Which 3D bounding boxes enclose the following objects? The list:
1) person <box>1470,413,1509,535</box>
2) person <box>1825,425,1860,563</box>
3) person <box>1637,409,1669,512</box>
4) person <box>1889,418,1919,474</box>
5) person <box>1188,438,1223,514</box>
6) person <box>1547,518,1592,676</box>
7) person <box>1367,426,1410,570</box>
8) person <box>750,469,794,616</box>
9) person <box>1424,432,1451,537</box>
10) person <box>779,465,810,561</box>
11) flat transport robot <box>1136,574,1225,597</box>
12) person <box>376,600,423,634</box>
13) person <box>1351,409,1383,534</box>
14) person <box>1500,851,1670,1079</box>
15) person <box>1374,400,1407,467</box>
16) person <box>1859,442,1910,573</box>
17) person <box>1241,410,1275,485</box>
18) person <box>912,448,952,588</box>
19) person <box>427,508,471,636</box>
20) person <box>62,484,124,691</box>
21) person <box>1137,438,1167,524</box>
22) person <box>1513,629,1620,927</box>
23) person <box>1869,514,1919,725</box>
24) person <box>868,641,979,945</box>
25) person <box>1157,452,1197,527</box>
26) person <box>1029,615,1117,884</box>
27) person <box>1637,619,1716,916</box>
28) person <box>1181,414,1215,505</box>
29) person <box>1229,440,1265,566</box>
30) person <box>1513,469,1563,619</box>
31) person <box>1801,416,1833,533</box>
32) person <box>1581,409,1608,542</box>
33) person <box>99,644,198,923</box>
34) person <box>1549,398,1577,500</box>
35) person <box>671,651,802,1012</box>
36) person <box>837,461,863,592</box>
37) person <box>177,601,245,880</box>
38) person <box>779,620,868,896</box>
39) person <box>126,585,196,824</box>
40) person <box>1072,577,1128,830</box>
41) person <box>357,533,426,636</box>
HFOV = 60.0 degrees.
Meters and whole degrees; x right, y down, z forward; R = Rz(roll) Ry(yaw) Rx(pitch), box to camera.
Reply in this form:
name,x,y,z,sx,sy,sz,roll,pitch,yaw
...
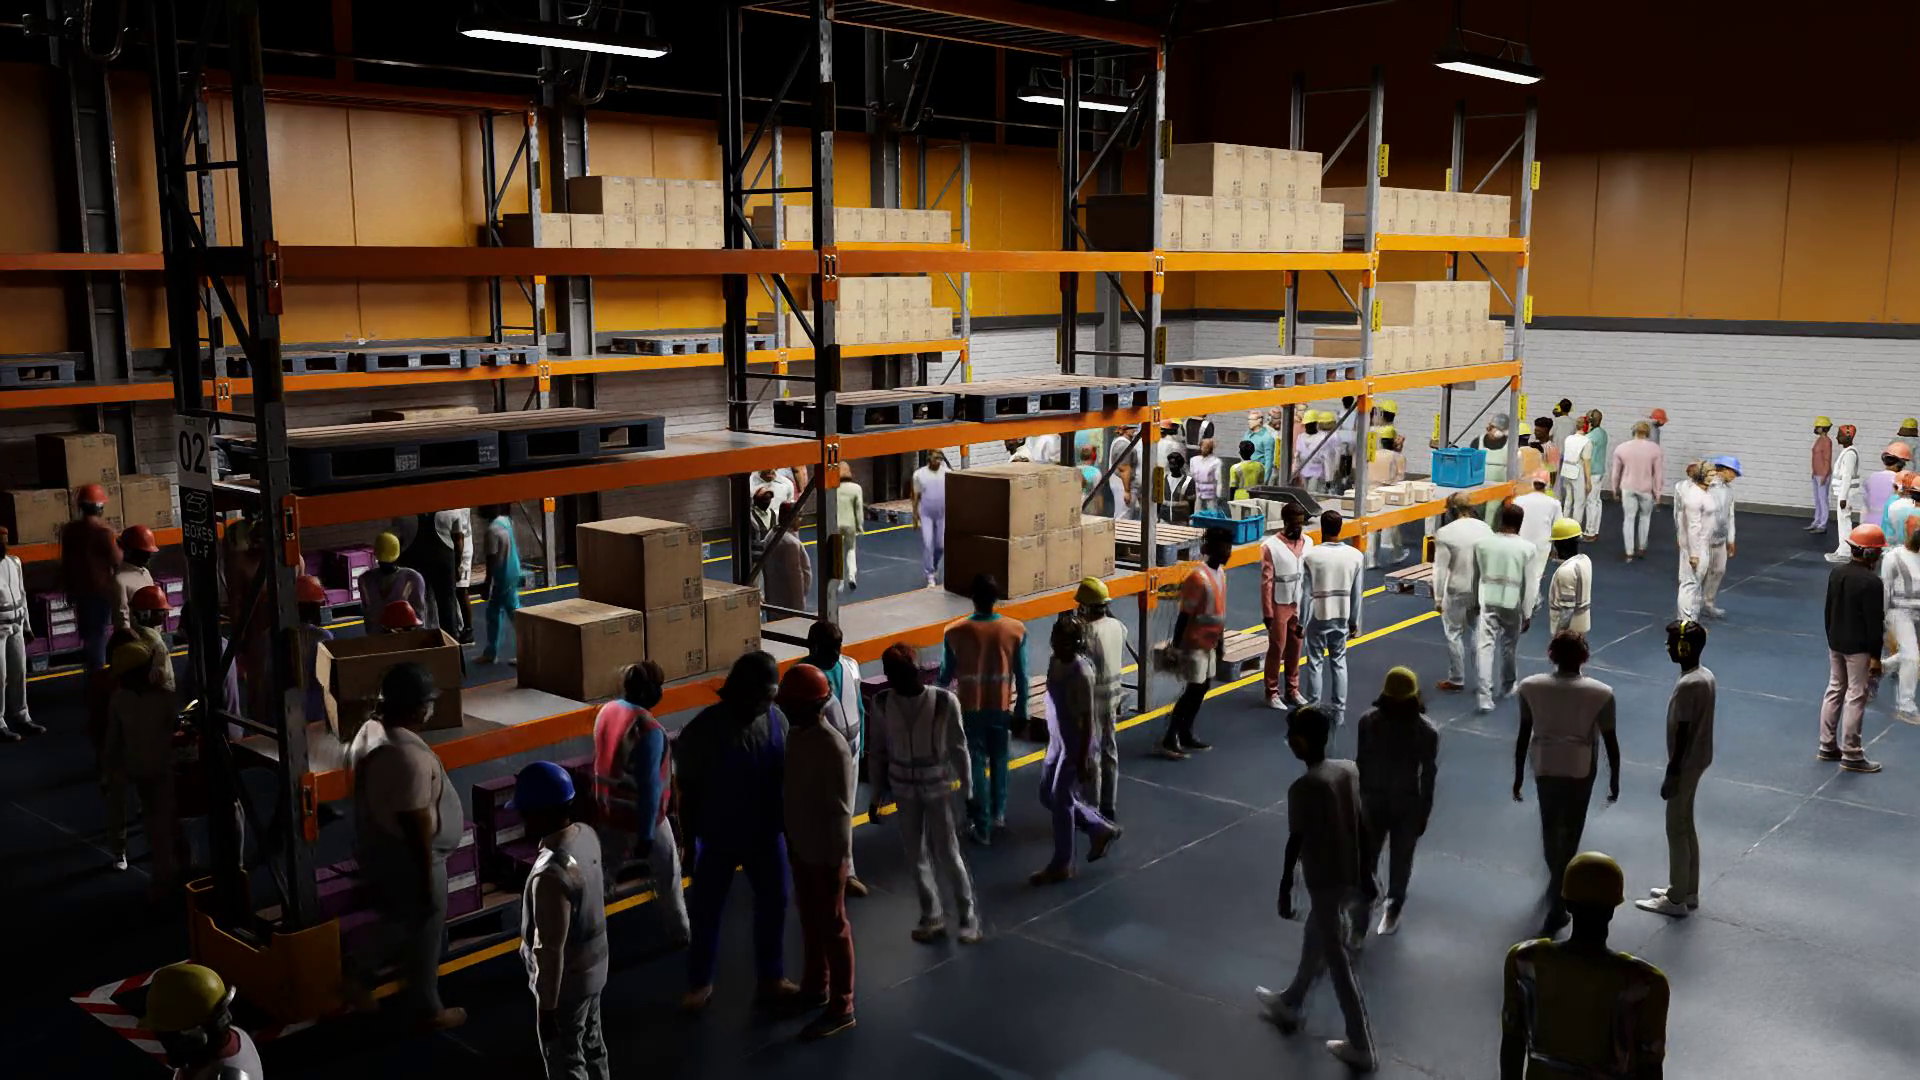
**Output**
name,x,y,z,sx,sy,sz,roll,pitch,yaw
person,7.457,-0.839,23.297,0.698,2.000,0.987,5,11,29
person,11.993,-0.629,22.544,0.351,1.878,0.569,5,11,28
person,11.145,-1.281,26.908,0.642,1.707,0.581,5,11,28
person,14.156,-0.964,24.926,0.321,1.742,0.492,-7,12,-36
person,3.476,-0.634,23.345,0.534,1.627,0.657,7,12,36
person,5.129,0.763,14.096,0.379,1.918,0.585,6,11,33
person,5.698,-0.571,22.158,0.609,1.877,0.964,8,12,38
person,-2.197,-0.063,19.091,0.645,1.900,0.399,-2,10,-14
person,6.696,-0.693,23.313,0.295,1.744,0.484,2,10,11
person,-2.313,-0.708,22.511,0.685,2.000,0.535,9,13,42
flat transport robot,2.663,0.480,20.692,0.652,0.197,1.431,7,12,38
person,-3.843,1.280,11.495,0.327,1.752,0.562,-6,11,-32
person,6.061,-1.041,24.804,0.547,1.934,0.673,7,12,36
person,2.298,2.093,6.179,0.583,1.917,0.404,7,12,36
person,6.836,-1.281,26.425,0.945,1.878,0.608,5,11,28
person,10.518,-0.097,18.918,0.538,2.030,0.630,-5,11,-28
person,4.305,-0.949,24.351,0.407,1.908,0.642,-5,11,-29
person,-0.347,-0.296,20.693,0.528,1.826,0.511,-2,10,-13
person,-5.499,0.148,17.678,0.610,1.947,0.388,0,10,-3
person,-8.139,0.449,15.785,0.648,1.971,0.634,4,10,24
person,2.798,-0.927,24.210,0.445,1.912,0.623,-7,12,-35
person,3.810,1.445,10.428,0.608,1.774,1.014,5,11,28
person,8.428,0.666,14.881,0.564,1.851,0.822,-4,11,-25
person,-0.233,1.495,9.914,0.628,1.852,0.430,3,10,16
person,2.697,-0.264,20.886,0.540,1.696,0.315,5,11,27
person,0.748,1.357,10.869,0.540,1.812,0.534,-3,10,-18
person,4.514,1.416,10.401,0.336,1.855,0.530,7,12,35
person,3.663,-1.195,25.462,0.408,2.033,0.607,-8,13,-41
person,3.842,-0.496,22.309,0.530,1.687,0.322,-3,10,-17
person,6.636,0.035,19.056,0.591,1.700,0.885,8,13,41
person,12.890,-0.978,24.939,0.327,1.769,0.525,2,10,13
person,9.187,-0.939,24.196,0.366,1.939,0.635,7,12,35
person,-5.089,1.476,10.496,0.524,1.702,0.909,2,10,13
person,9.777,-1.368,27.012,0.504,1.861,0.328,2,10,10
person,-1.204,1.554,9.007,0.701,2.000,0.568,-6,11,-33
person,-1.460,-0.168,20.549,0.505,1.617,0.367,-2,10,-9
person,-4.815,1.320,10.712,0.372,1.940,0.629,-3,10,-20
person,-0.850,1.401,10.557,0.634,1.832,0.429,-9,13,-43
person,-5.825,1.193,12.026,0.565,1.748,0.339,8,13,41
person,0.945,1.168,11.925,0.403,1.835,0.588,7,12,36
person,-4.673,0.855,13.720,0.586,1.862,0.957,0,10,0
